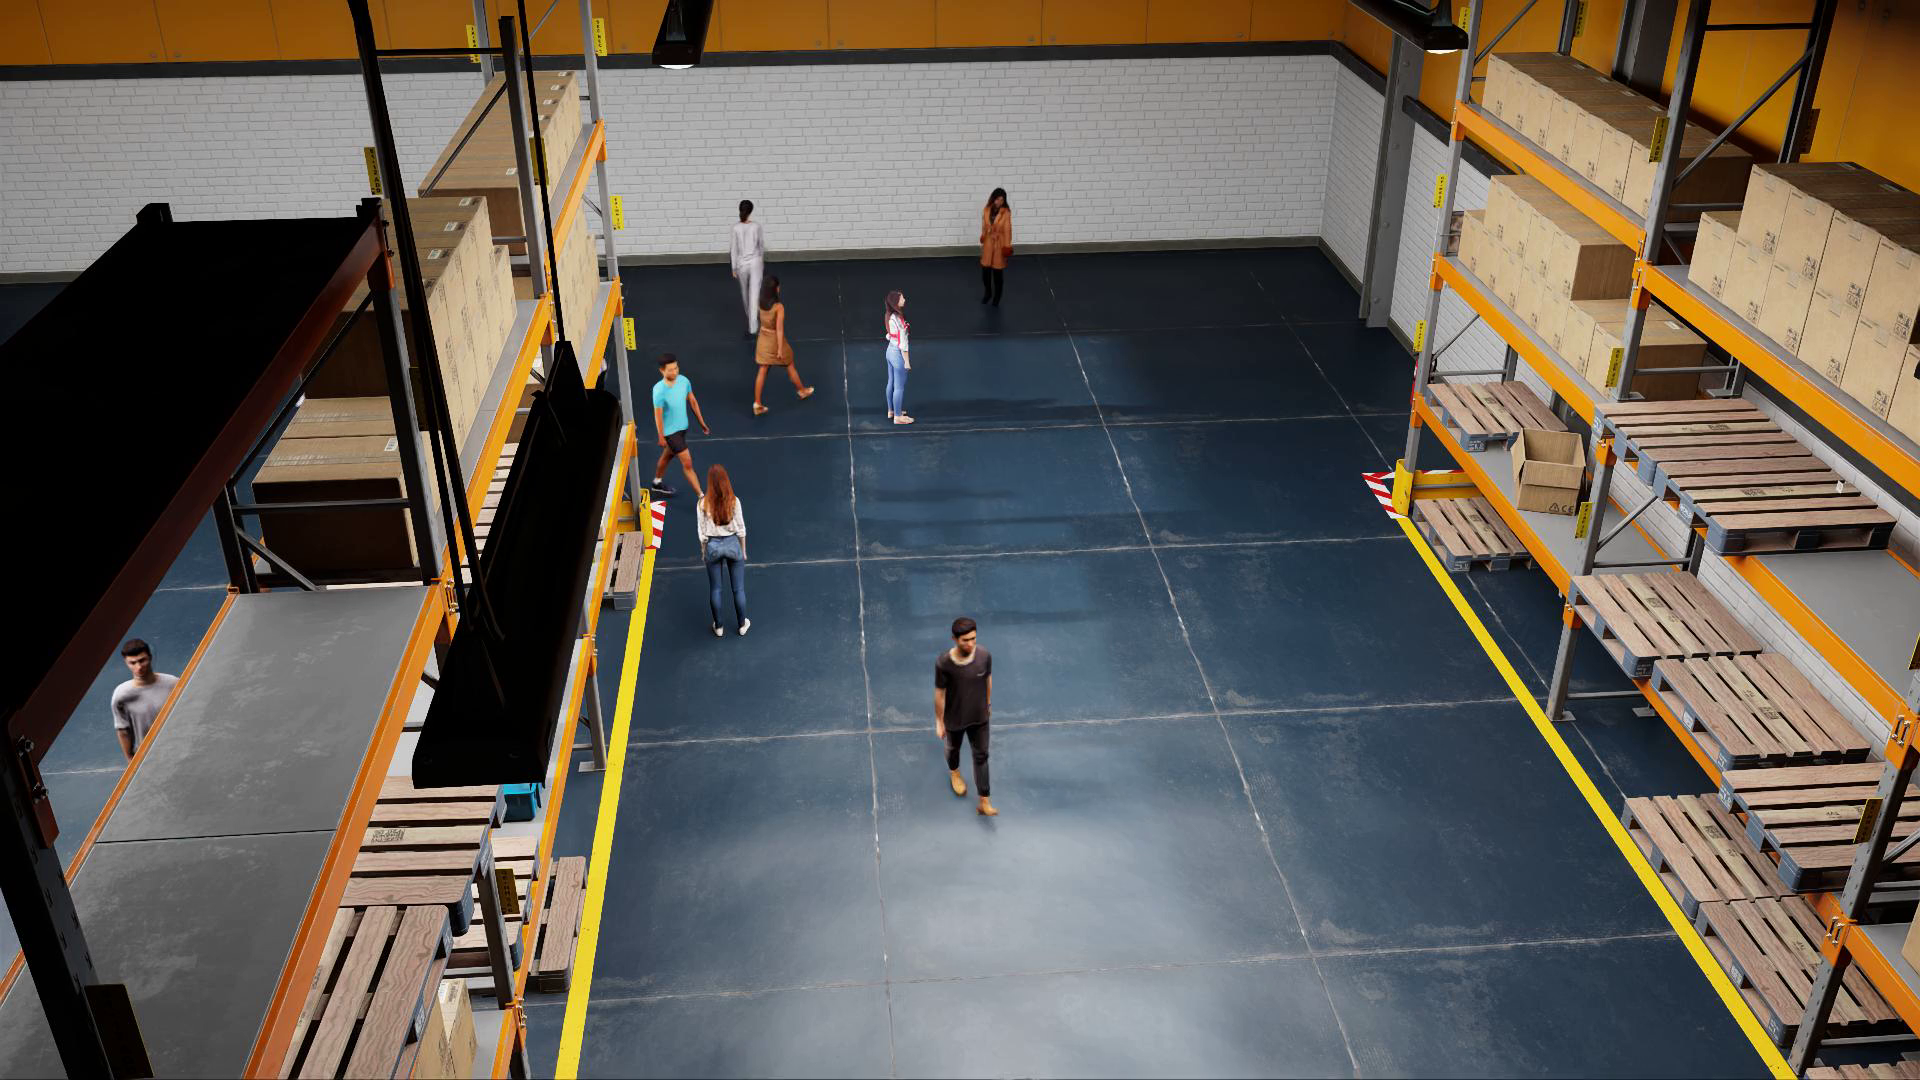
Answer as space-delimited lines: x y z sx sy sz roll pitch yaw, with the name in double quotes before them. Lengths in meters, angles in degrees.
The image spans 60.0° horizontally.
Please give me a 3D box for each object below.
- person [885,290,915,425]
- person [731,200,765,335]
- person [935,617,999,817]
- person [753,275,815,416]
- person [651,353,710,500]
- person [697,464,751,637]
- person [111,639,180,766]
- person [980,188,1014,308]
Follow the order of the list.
"person" -0.733 -2.147 19.355 0.705 1.614 0.549 -11 31 -20
"person" -2.745 -3.523 21.767 0.594 1.721 1.162 -3 29 -5
"person" 0.012 1.298 12.970 0.761 1.682 1.059 -8 30 -14
"person" -2.263 -2.230 19.484 1.052 1.637 1.095 24 37 37
"person" -3.064 -1.156 17.437 1.147 1.711 1.203 14 32 25
"person" -2.150 0.090 15.135 0.568 1.729 0.498 -3 29 -5
"person" -5.881 1.556 12.279 0.756 1.889 0.738 -17 33 -28
"person" 0.479 -3.965 22.606 0.834 1.694 0.838 20 35 32
